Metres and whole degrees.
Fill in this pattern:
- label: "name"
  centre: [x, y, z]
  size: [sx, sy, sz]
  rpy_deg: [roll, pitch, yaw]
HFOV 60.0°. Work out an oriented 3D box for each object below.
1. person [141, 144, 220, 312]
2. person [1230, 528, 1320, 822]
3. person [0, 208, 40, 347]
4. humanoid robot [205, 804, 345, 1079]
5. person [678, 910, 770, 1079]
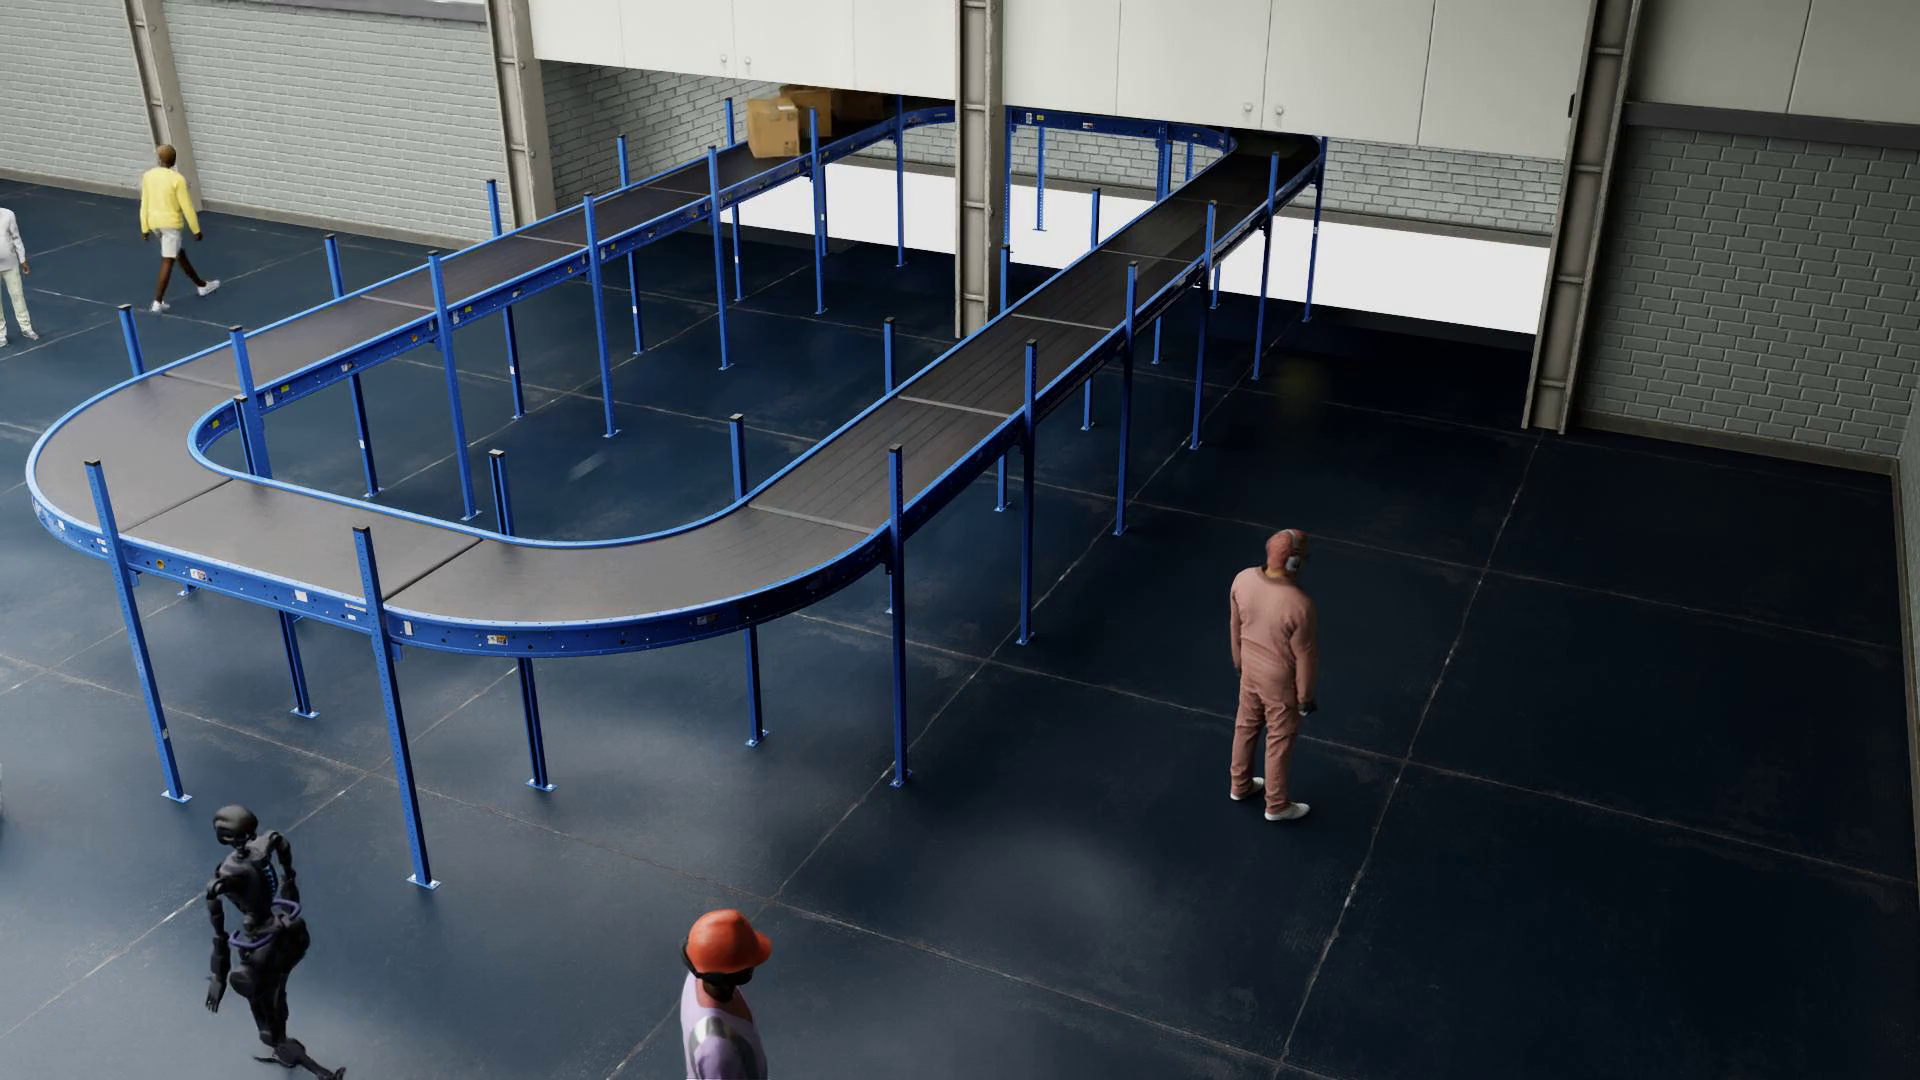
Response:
- label: "person"
  centre: [-8.977, -3.547, 18.891]
  size: [0.549, 1.813, 1.087]
  rpy_deg: [9, 28, 17]
- label: "person"
  centre: [1.903, 0.808, 10.004]
  size: [0.413, 1.913, 0.641]
  rpy_deg: [-18, 32, -32]
- label: "person"
  centre: [-10.266, -2.961, 17.770]
  size: [0.562, 1.752, 0.325]
  rpy_deg: [-23, 34, -38]
- label: "humanoid robot"
  centre: [-3.282, 1.964, 7.969]
  size: [0.677, 1.641, 0.599]
  rpy_deg: [9, 28, 18]
- label: "person"
  centre: [-0.916, 2.340, 6.769]
  size: [0.369, 2.044, 0.605]
  rpy_deg: [-7, 27, -13]
